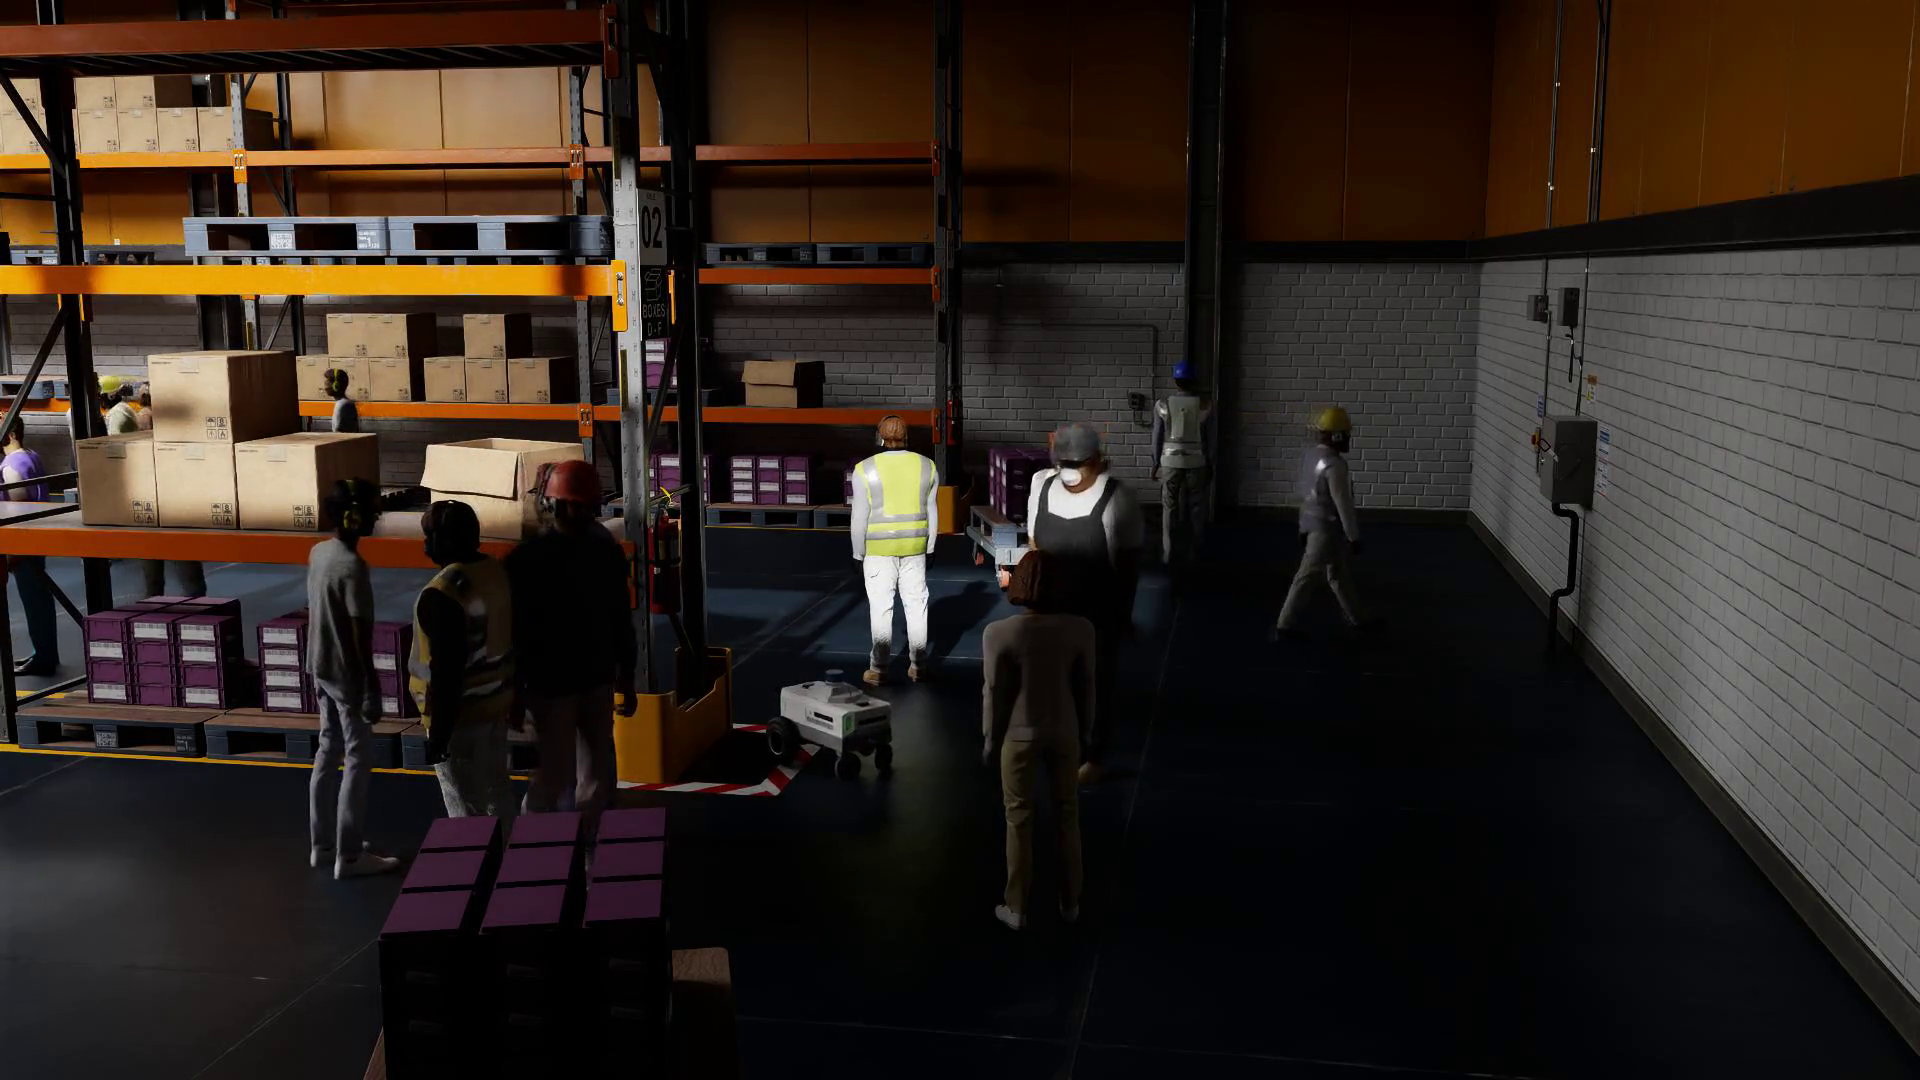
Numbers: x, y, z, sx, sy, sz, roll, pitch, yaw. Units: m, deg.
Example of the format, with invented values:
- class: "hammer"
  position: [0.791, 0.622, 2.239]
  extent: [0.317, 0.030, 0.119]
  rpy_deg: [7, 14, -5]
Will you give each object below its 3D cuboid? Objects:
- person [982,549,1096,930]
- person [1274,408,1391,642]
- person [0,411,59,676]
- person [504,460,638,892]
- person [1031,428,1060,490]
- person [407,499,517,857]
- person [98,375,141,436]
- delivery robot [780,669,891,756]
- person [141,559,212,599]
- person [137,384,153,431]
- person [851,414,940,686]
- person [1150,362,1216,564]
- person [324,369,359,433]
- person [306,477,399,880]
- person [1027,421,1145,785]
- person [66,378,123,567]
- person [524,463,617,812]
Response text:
- class: "person"
  position: [0.334, 0.849, 7.078]
  extent: [0.497, 1.633, 0.285]
  rpy_deg: [-2, 9, -11]
- class: "person"
  position: [2.812, -0.102, 12.534]
  extent: [0.951, 1.780, 0.605]
  rpy_deg: [-1, 9, -5]
- class: "person"
  position: [-6.490, 0.022, 11.574]
  extent: [0.390, 1.838, 0.564]
  rpy_deg: [-3, 10, -18]
- class: "person"
  position: [-1.745, 0.625, 7.421]
  extent: [0.636, 1.972, 0.471]
  rpy_deg: [-9, 13, -43]
- class: "person"
  position: [0.598, 0.225, 10.234]
  extent: [0.610, 1.857, 0.738]
  rpy_deg: [6, 11, 35]
- class: "person"
  position: [-2.126, 0.739, 7.122]
  extent: [0.429, 1.839, 0.634]
  rpy_deg: [1, 9, 9]
- class: "person"
  position: [-8.416, -0.763, 16.691]
  extent: [0.968, 1.770, 0.602]
  rpy_deg: [-5, 10, -29]
- class: "delivery robot"
  position: [-0.701, 0.972, 9.357]
  extent: [0.477, 0.478, 0.707]
  rpy_deg: [-7, 12, -39]
- class: "person"
  position: [-5.624, -0.031, 11.812]
  extent: [0.711, 1.875, 0.375]
  rpy_deg: [-1, 9, -4]
- class: "person"
  position: [-8.416, -0.809, 17.342]
  extent: [0.309, 1.639, 0.522]
  rpy_deg: [-3, 10, -21]
- class: "person"
  position: [-0.450, 0.071, 11.263]
  extent: [0.621, 1.845, 0.429]
  rpy_deg: [-3, 10, -21]
- class: "person"
  position: [2.149, -0.733, 15.973]
  extent: [0.640, 1.941, 0.557]
  rpy_deg: [1, 9, 4]
- class: "person"
  position: [-6.249, -0.802, 16.726]
  extent: [0.813, 1.838, 0.529]
  rpy_deg: [-3, 10, -19]
- class: "person"
  position: [-2.845, 0.636, 7.726]
  extent: [0.346, 1.858, 0.515]
  rpy_deg: [-8, 12, -42]
- class: "person"
  position: [0.690, 0.306, 9.187]
  extent: [0.692, 2.000, 0.690]
  rpy_deg: [5, 10, 27]
- class: "person"
  position: [-8.260, -0.668, 15.836]
  extent: [0.346, 1.847, 0.505]
  rpy_deg: [-1, 9, -5]
- class: "person"
  position: [-1.875, 0.584, 7.878]
  extent: [0.399, 1.908, 0.643]
  rpy_deg: [3, 10, 18]
